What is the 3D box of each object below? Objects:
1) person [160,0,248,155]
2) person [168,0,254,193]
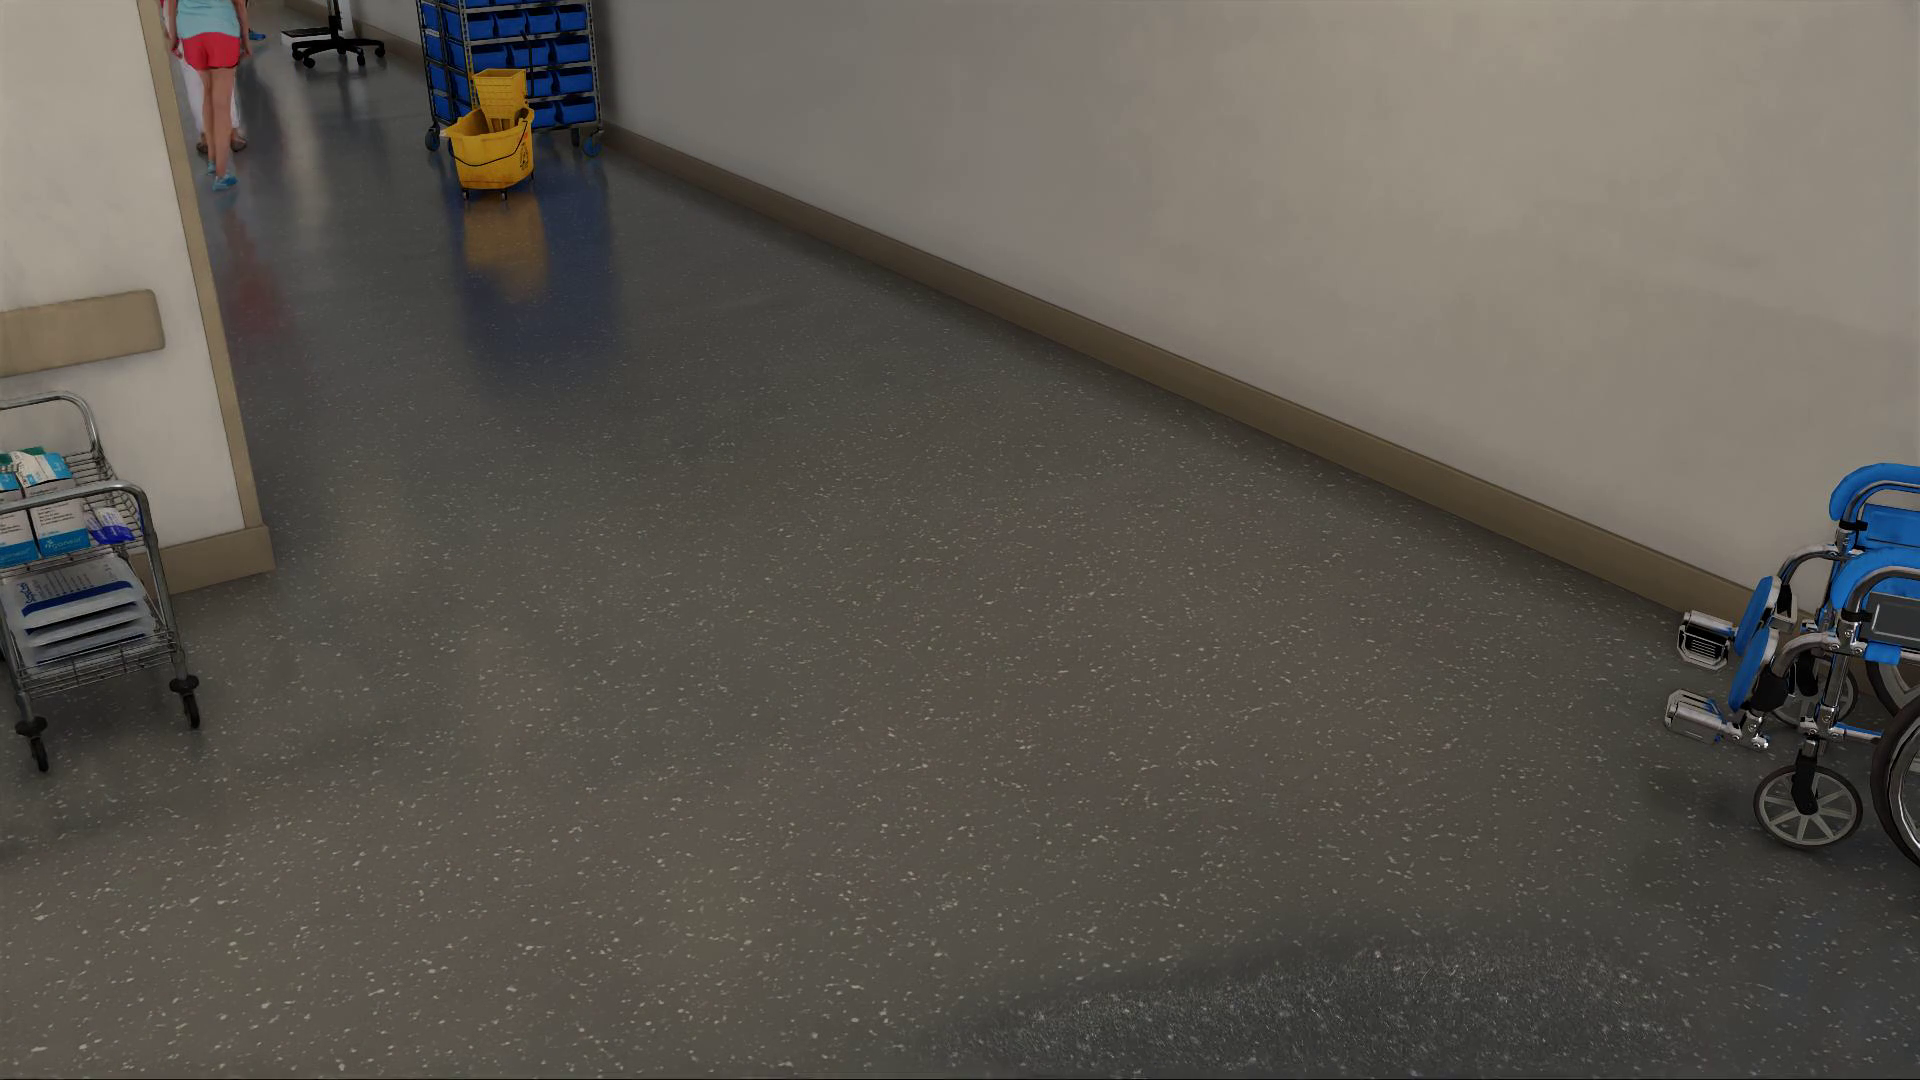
[{"bbox_3d":[-4.977,-3.382,10.798,0.497,1.694,0.637,-13,28,-24],"label":"person"},{"bbox_3d":[-4.437,-2.938,9.810,0.754,1.752,0.821,-4,26,-7],"label":"person"}]
